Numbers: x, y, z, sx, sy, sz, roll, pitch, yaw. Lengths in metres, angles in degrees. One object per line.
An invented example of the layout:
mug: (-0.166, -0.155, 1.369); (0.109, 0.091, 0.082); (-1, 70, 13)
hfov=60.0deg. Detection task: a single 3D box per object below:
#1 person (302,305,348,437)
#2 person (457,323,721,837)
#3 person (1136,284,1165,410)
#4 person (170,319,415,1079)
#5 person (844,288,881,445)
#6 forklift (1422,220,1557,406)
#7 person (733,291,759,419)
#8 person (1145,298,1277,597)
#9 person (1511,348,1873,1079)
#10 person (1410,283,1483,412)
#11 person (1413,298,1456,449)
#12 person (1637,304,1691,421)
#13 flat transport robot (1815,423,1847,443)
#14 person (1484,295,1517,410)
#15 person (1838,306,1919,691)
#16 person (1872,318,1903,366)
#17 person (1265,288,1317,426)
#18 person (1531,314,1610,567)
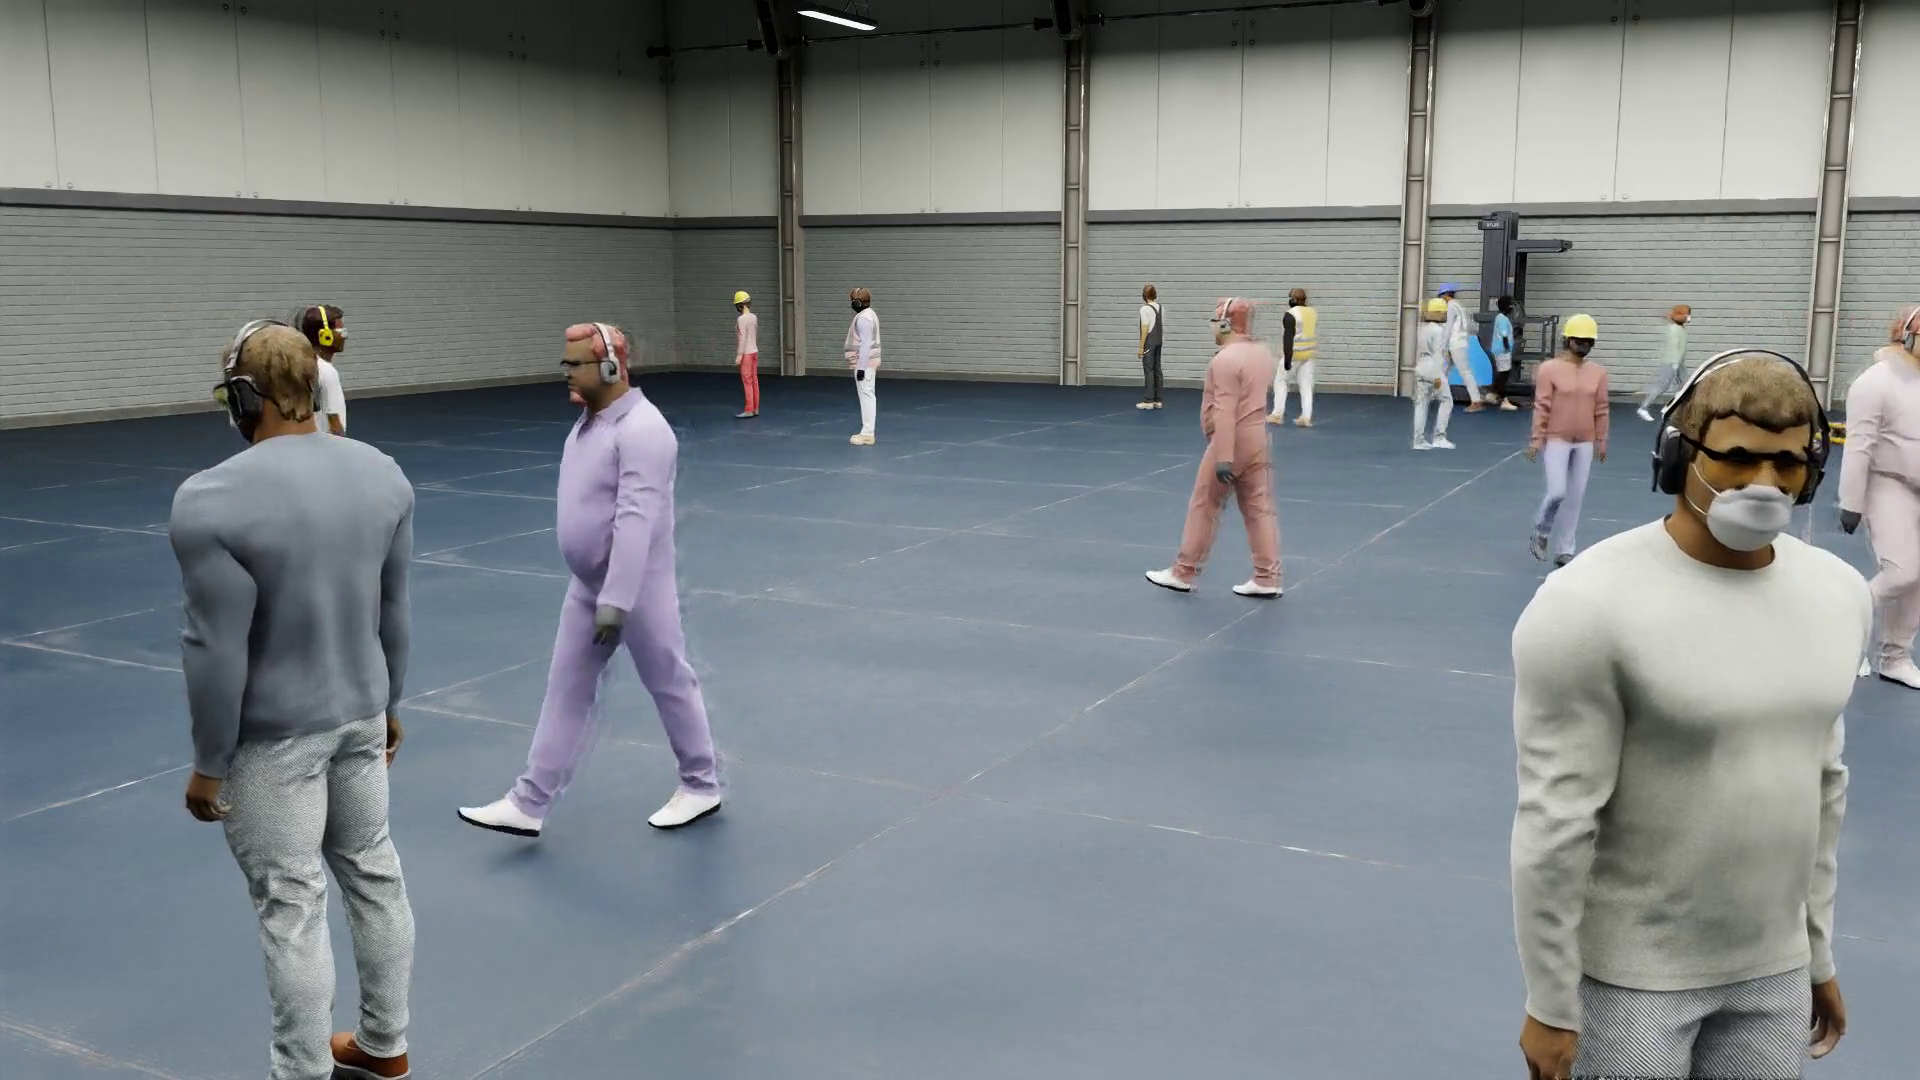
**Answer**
person: (-3.588, -0.423, 9.616); (0.805, 1.848, 0.554); (-7, 12, -37)
person: (-1.294, 0.165, 5.943); (0.981, 1.854, 0.657); (-7, 12, -38)
person: (2.829, -2.868, 24.720); (0.349, 1.842, 0.505); (9, 13, 44)
person: (-1.567, 0.450, 3.960); (0.372, 1.939, 0.631); (5, 10, 27)
person: (-1.157, -2.062, 19.761); (0.430, 1.841, 0.624); (0, 9, 3)
forklift: (8.245, -3.527, 25.720); (1.873, 2.768, 1.129); (5, 10, 27)
person: (-2.999, -2.583, 23.222); (0.326, 1.760, 0.524); (3, 10, 15)
person: (1.634, -0.578, 10.524); (0.912, 1.866, 0.677); (6, 11, 34)
person: (1.129, 0.672, 2.597); (0.630, 1.935, 0.366); (-3, 10, -20)
person: (7.164, -2.814, 24.288); (1.086, 1.854, 0.619); (3, 10, 20)
person: (5.492, -1.899, 19.062); (0.592, 1.723, 0.507); (-2, 9, -9)
person: (9.701, -2.409, 22.641); (0.833, 1.597, 0.514); (7, 11, 37)
flat transport robot: (11.063, -1.271, 19.830); (1.431, 0.197, 0.652); (1, 9, 7)
person: (8.048, -2.768, 24.557); (0.401, 1.694, 0.551); (3, 10, 16)
person: (4.662, -0.201, 8.146); (0.649, 1.891, 0.418); (-3, 10, -19)
person: (8.464, -1.181, 14.945); (0.562, 1.621, 0.546); (-7, 12, -38)
person: (4.395, -2.438, 22.145); (0.650, 1.814, 0.768); (-8, 12, -40)
person: (4.189, -0.670, 11.409); (0.550, 1.752, 0.372); (-2, 9, -9)
